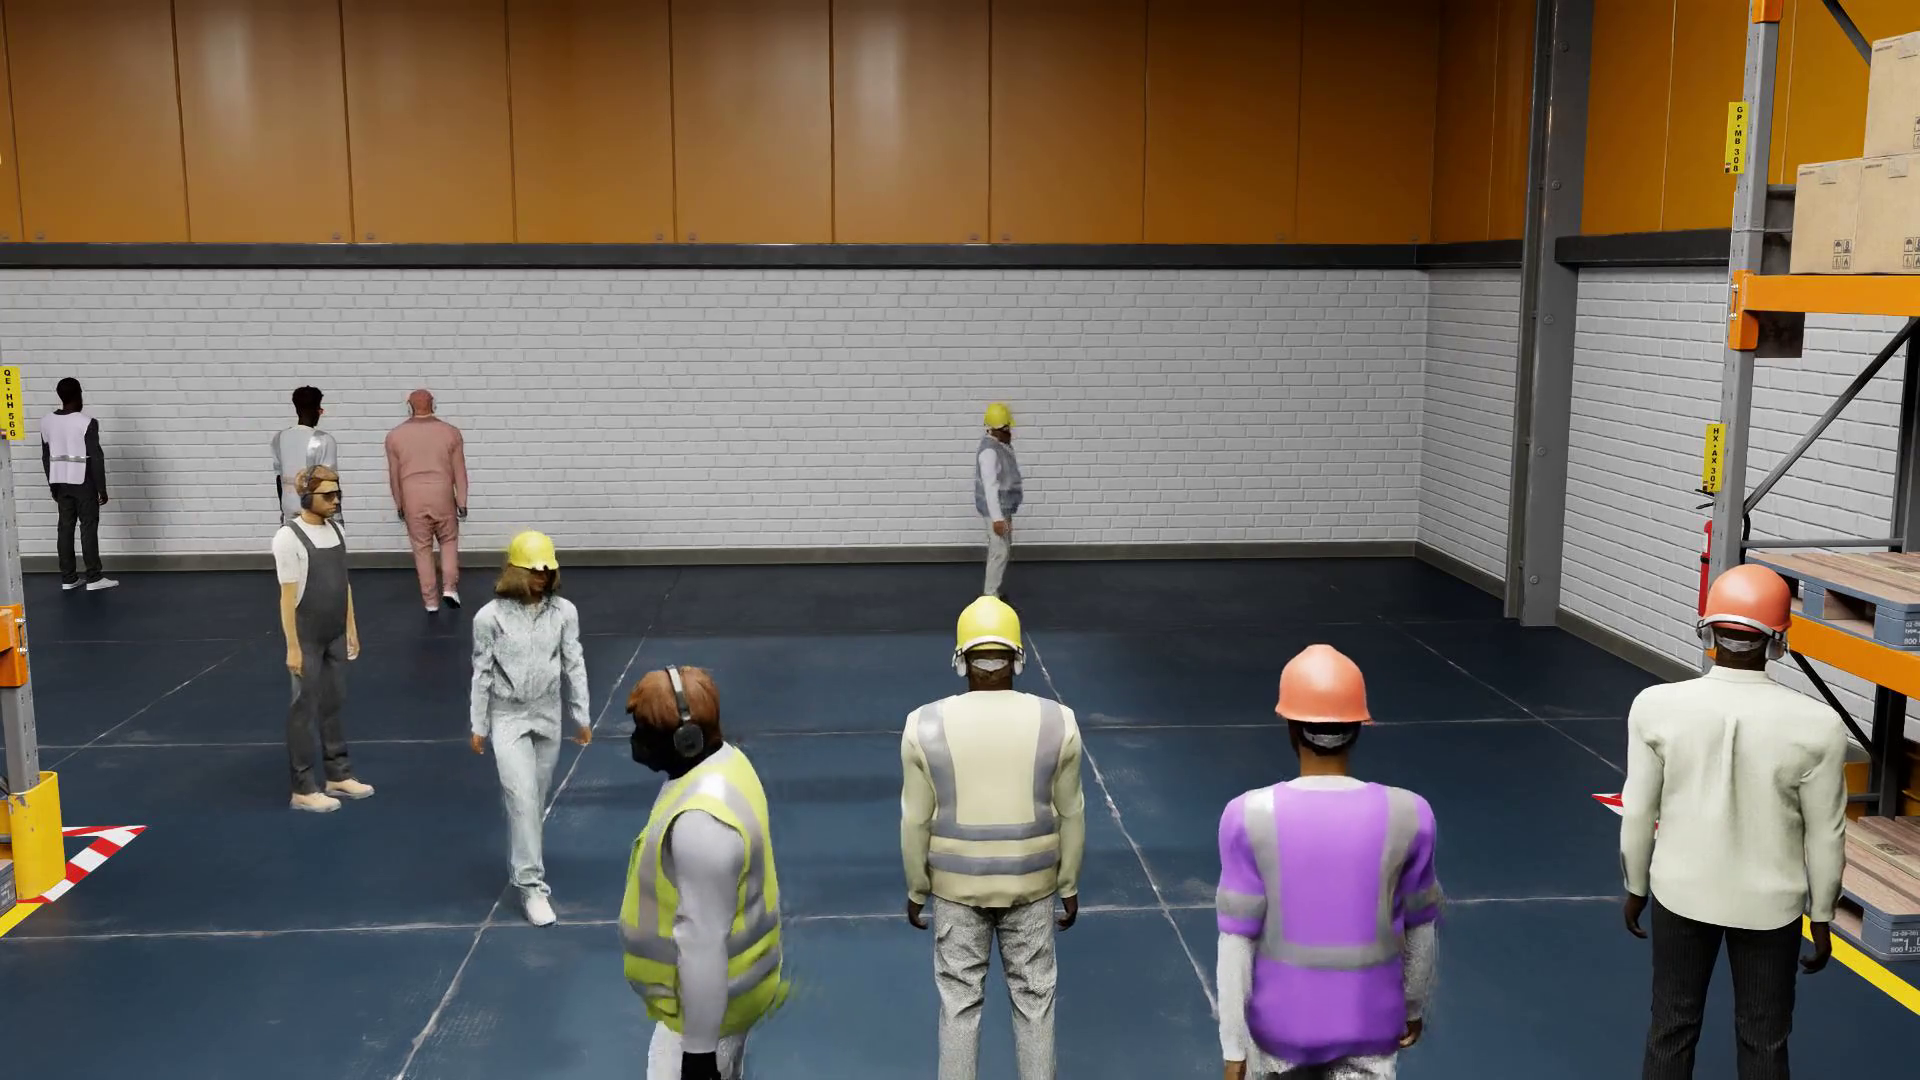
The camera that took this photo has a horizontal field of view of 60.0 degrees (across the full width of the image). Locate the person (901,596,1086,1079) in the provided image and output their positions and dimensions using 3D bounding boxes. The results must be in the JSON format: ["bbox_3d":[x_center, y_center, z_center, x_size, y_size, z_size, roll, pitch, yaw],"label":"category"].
[{"bbox_3d":[0.105,1.083,5.335,0.586,1.825,0.403,0,9,-2],"label":"person"}]

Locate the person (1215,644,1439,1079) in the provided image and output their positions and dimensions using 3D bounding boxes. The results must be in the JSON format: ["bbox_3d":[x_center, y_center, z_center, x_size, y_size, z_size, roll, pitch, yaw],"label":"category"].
[{"bbox_3d":[0.943,1.207,4.338,0.560,1.885,0.965,1,9,9],"label":"person"}]

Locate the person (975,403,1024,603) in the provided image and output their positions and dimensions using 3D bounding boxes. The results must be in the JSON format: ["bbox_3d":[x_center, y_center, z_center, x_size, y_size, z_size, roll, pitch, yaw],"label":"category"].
[{"bbox_3d":[0.345,-0.273,14.002,0.403,1.783,0.764,2,9,10],"label":"person"}]

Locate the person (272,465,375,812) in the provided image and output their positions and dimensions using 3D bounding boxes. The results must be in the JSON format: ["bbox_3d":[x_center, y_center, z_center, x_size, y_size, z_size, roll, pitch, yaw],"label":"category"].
[{"bbox_3d":[-3.397,0.517,8.841,0.358,1.842,0.516,3,10,19],"label":"person"}]

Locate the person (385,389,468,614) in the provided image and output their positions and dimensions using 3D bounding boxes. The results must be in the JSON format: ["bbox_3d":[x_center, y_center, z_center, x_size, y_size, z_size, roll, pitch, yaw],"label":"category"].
[{"bbox_3d":[-4.465,-0.324,13.974,0.647,1.886,0.419,-3,9,-16],"label":"person"}]

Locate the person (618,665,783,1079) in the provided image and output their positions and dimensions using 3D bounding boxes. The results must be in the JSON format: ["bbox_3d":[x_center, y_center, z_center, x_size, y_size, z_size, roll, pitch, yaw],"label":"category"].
[{"bbox_3d":[-0.654,1.216,4.499,0.513,1.824,0.684,-1,9,-5],"label":"person"}]

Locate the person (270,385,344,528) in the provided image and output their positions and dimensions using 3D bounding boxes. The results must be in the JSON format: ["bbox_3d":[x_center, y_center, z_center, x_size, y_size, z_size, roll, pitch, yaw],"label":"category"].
[{"bbox_3d":[-5.227,-0.263,13.370,0.607,1.958,0.372,3,10,19],"label":"person"}]

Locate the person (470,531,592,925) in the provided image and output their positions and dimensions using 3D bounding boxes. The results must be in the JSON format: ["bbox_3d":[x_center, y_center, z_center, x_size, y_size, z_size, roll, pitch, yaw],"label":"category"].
[{"bbox_3d":[-1.864,0.814,7.369,0.498,1.707,0.779,-8,12,-41],"label":"person"}]

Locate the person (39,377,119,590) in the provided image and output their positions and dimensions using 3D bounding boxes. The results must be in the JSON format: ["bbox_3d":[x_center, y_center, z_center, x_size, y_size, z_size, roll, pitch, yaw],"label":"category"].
[{"bbox_3d":[-7.958,-0.499,14.972,0.592,1.919,0.389,2,9,12],"label":"person"}]

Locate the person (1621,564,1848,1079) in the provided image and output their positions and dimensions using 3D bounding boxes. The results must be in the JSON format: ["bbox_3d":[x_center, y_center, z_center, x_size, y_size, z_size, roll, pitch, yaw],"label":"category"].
[{"bbox_3d":[2.284,1.059,4.952,0.608,1.995,0.377,5,10,30],"label":"person"}]
